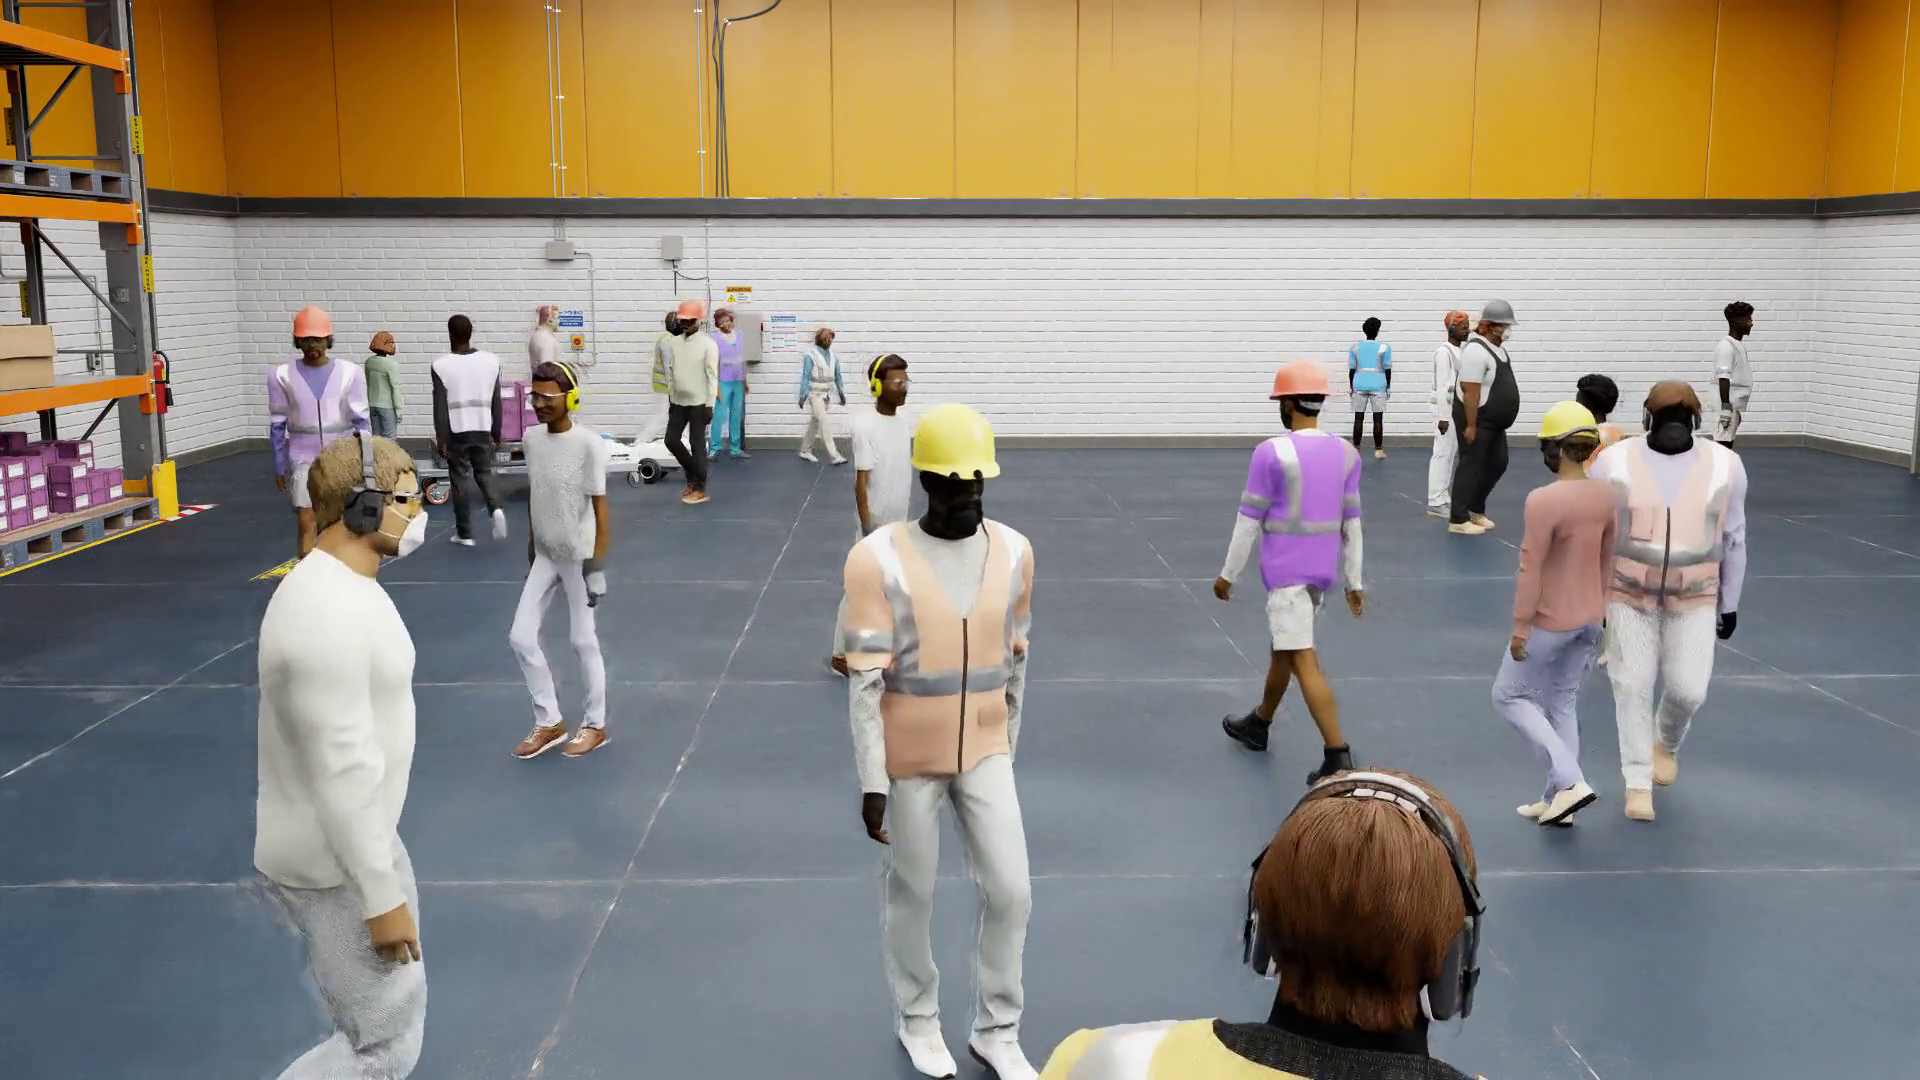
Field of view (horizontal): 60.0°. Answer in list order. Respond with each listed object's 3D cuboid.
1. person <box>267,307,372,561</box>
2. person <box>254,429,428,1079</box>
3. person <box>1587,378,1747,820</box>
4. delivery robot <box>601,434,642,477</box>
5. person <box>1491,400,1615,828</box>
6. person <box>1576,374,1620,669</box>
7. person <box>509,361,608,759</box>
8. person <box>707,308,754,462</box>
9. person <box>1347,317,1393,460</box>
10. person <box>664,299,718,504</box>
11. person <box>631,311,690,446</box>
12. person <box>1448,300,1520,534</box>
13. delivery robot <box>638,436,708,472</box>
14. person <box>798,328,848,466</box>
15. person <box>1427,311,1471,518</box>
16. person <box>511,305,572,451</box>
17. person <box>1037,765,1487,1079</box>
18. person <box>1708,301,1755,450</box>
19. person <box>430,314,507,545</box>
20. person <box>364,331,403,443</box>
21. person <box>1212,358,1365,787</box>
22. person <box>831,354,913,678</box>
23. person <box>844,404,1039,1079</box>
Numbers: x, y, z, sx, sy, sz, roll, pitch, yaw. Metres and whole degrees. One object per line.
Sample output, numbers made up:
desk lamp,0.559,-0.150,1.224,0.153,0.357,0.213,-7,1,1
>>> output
person,-4.157,-0.503,10.864,0.626,2.015,0.739,-4,10,-22
person,-1.433,0.723,3.666,0.596,1.921,0.643,-3,10,-15
person,2.914,0.233,6.930,0.634,1.825,0.500,3,10,19
delivery robot,-3.659,-0.861,17.245,0.707,0.478,0.477,-3,10,-16
person,2.378,0.316,6.673,0.552,1.747,0.374,-6,11,-34
person,3.548,-0.085,9.295,0.427,1.684,0.553,5,11,29
person,-1.862,0.110,7.626,0.573,1.846,0.620,5,11,29
person,-2.749,-1.831,19.663,0.390,1.811,0.680,7,11,35
person,4.872,-1.795,19.772,0.532,1.696,0.319,4,10,25
person,-2.612,-1.335,16.094,0.655,1.971,0.435,6,11,34
person,-3.400,-1.727,19.069,0.853,1.805,0.645,0,9,1
person,4.483,-1.057,14.194,0.544,2.000,0.707,6,11,32
delivery robot,-3.044,-0.932,17.684,0.707,0.478,0.477,0,9,2
person,-1.602,-1.664,19.286,0.888,1.591,0.564,7,12,36
person,4.495,-1.154,15.268,0.337,1.882,0.584,5,11,29
person,-4.676,-1.692,18.603,0.891,1.872,0.634,-5,11,-30
person,0.343,1.109,1.706,0.639,1.793,0.979,3,10,18
person,7.274,-1.268,15.712,0.366,1.967,0.603,6,11,31
person,-3.985,-0.881,13.523,0.604,1.906,0.626,-8,12,-39
person,-5.984,-1.356,17.301,0.493,1.624,0.280,6,11,31
person,1.500,0.134,7.416,0.559,1.877,1.048,-6,11,-32
person,-0.384,-0.087,8.945,0.991,1.812,0.537,7,12,38
person,-0.015,0.590,4.517,0.597,1.904,0.673,-4,10,-23
